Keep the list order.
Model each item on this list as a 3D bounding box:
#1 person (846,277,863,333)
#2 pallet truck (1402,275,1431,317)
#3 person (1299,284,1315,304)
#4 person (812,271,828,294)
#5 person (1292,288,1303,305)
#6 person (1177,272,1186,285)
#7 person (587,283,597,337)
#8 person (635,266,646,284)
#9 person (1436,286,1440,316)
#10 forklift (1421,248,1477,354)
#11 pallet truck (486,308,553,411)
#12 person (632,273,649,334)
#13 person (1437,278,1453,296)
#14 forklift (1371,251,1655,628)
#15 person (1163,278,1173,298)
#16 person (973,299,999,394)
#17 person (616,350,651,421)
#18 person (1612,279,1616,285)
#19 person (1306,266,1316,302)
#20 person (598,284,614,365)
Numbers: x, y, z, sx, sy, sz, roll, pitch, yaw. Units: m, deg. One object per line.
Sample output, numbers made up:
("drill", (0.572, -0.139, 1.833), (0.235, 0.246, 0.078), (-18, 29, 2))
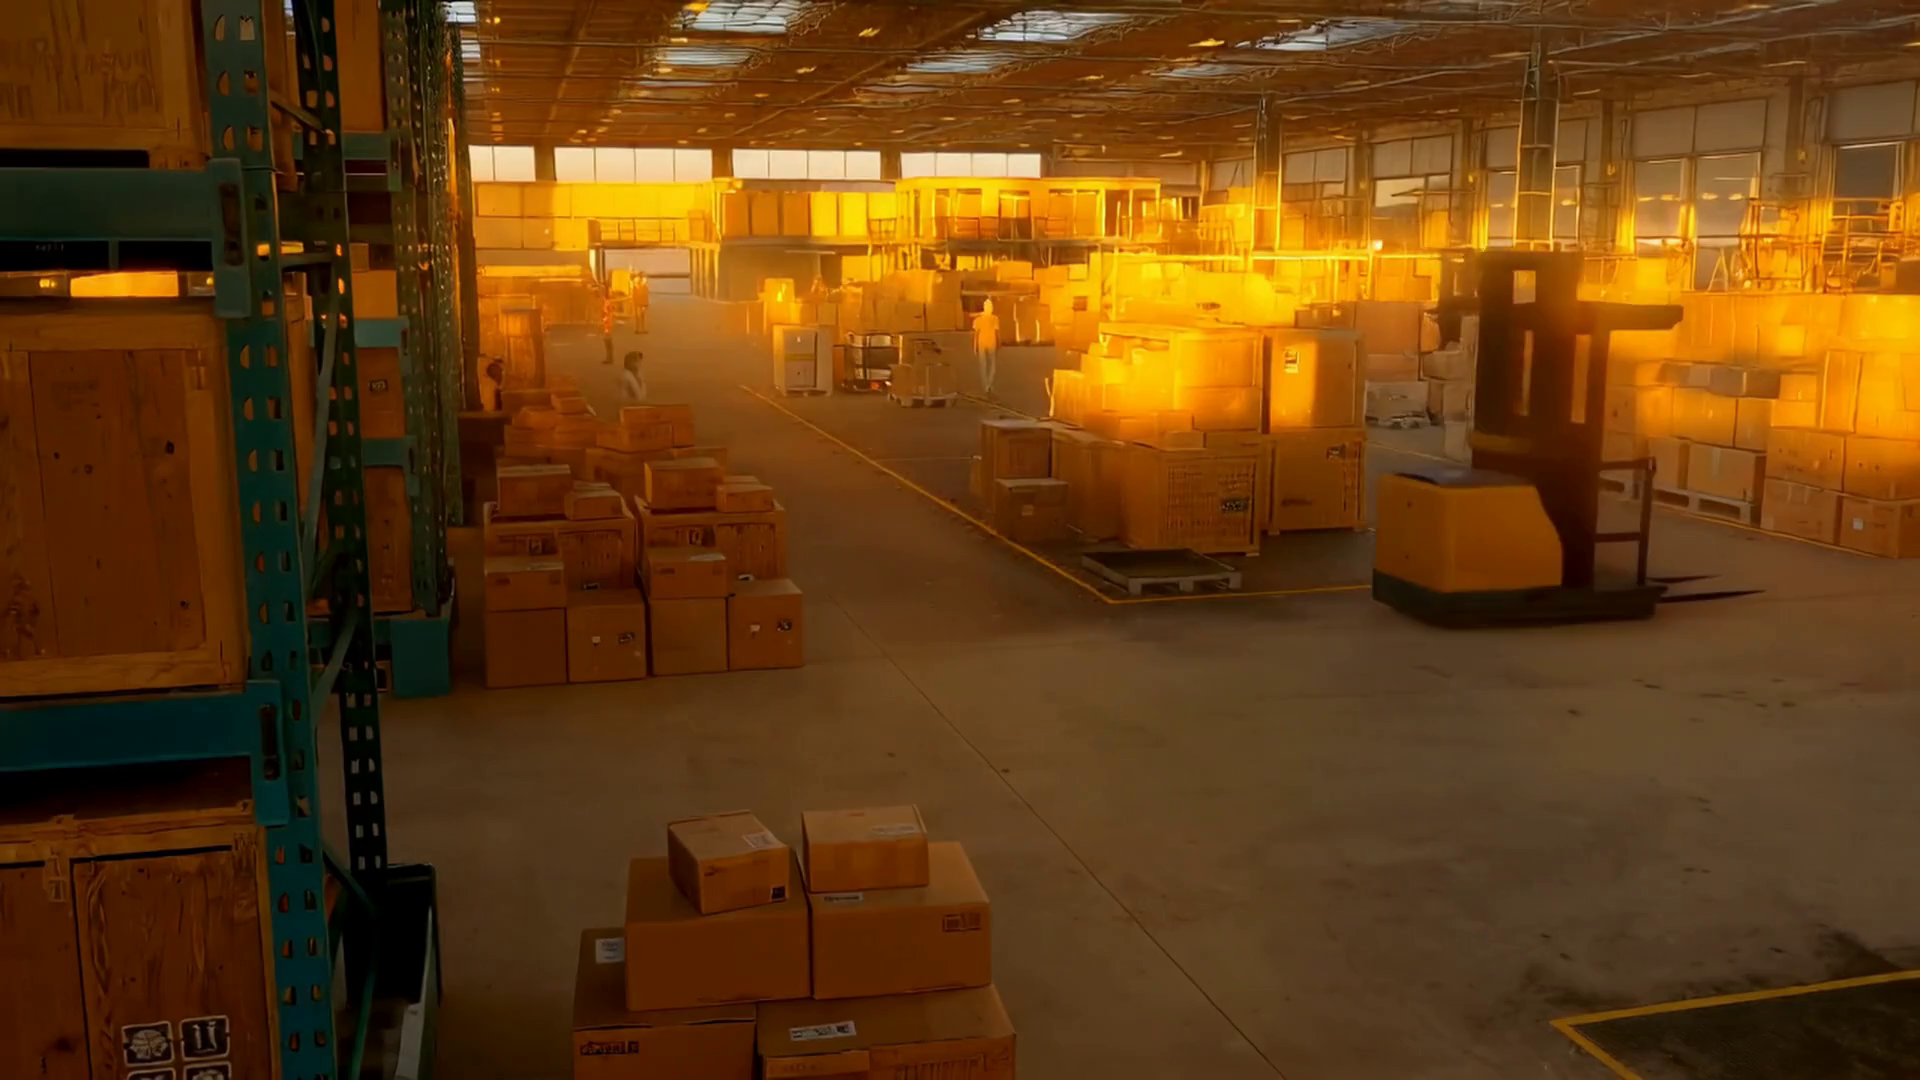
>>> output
("person", (-3.295, -7.249, 51.929), (0.539, 1.929, 0.384), (1, 10, 5))
("pallet truck", (14.620, -7.324, 52.145), (0.823, 1.965, 1.885), (8, 13, 40))
("person", (9.252, -5.943, 44.702), (0.372, 1.874, 0.683), (7, 12, 35))
("person", (-4.897, -8.448, 58.385), (0.536, 2.000, 0.688), (-4, 11, -21))
("person", (8.061, -5.076, 39.728), (0.802, 1.895, 0.597), (-2, 10, -14))
("person", (8.792, -9.648, 65.662), (1.006, 1.885, 0.642), (4, 11, 20))
("person", (-11.691, -7.276, 52.698), (0.336, 1.721, 0.575), (-2, 10, -10))
("person", (-16.321, -13.054, 84.969), (0.576, 1.866, 0.763), (-3, 10, -17))
("person", (14.537, -6.818, 50.161), (0.322, 1.692, 0.534), (-3, 10, -15))
("forklift", (12.209, -5.798, 41.002), (1.129, 2.768, 1.873), (-6, 11, -29))
("pallet truck", (-6.242, -2.418, 24.362), (0.823, 1.965, 1.885), (1, 10, 3))
("person", (-10.529, -7.802, 54.850), (0.375, 1.997, 0.611), (9, 14, 42))
("person", (20.493, -10.484, 70.263), (0.617, 1.922, 0.796), (2, 10, 13))
("forklift", (4.297, -0.826, 12.850), (1.873, 2.768, 1.129), (-3, 10, -15))
("person", (6.676, -7.496, 53.527), (0.328, 1.861, 0.503), (1, 10, 3))
("person", (0.501, -3.733, 32.232), (0.516, 1.852, 0.447), (1, 10, 7))
("person", (-3.847, -1.462, 19.980), (0.560, 1.619, 0.540), (4, 11, 22))
("person", (22.313, -8.014, 56.770), (0.490, 1.743, 0.324), (1, 10, 8))
("person", (17.930, -13.042, 84.767), (0.622, 1.906, 0.572), (-4, 11, -23))
("person", (-8.600, -5.237, 40.414), (0.374, 1.966, 0.608), (-1, 10, -8))
